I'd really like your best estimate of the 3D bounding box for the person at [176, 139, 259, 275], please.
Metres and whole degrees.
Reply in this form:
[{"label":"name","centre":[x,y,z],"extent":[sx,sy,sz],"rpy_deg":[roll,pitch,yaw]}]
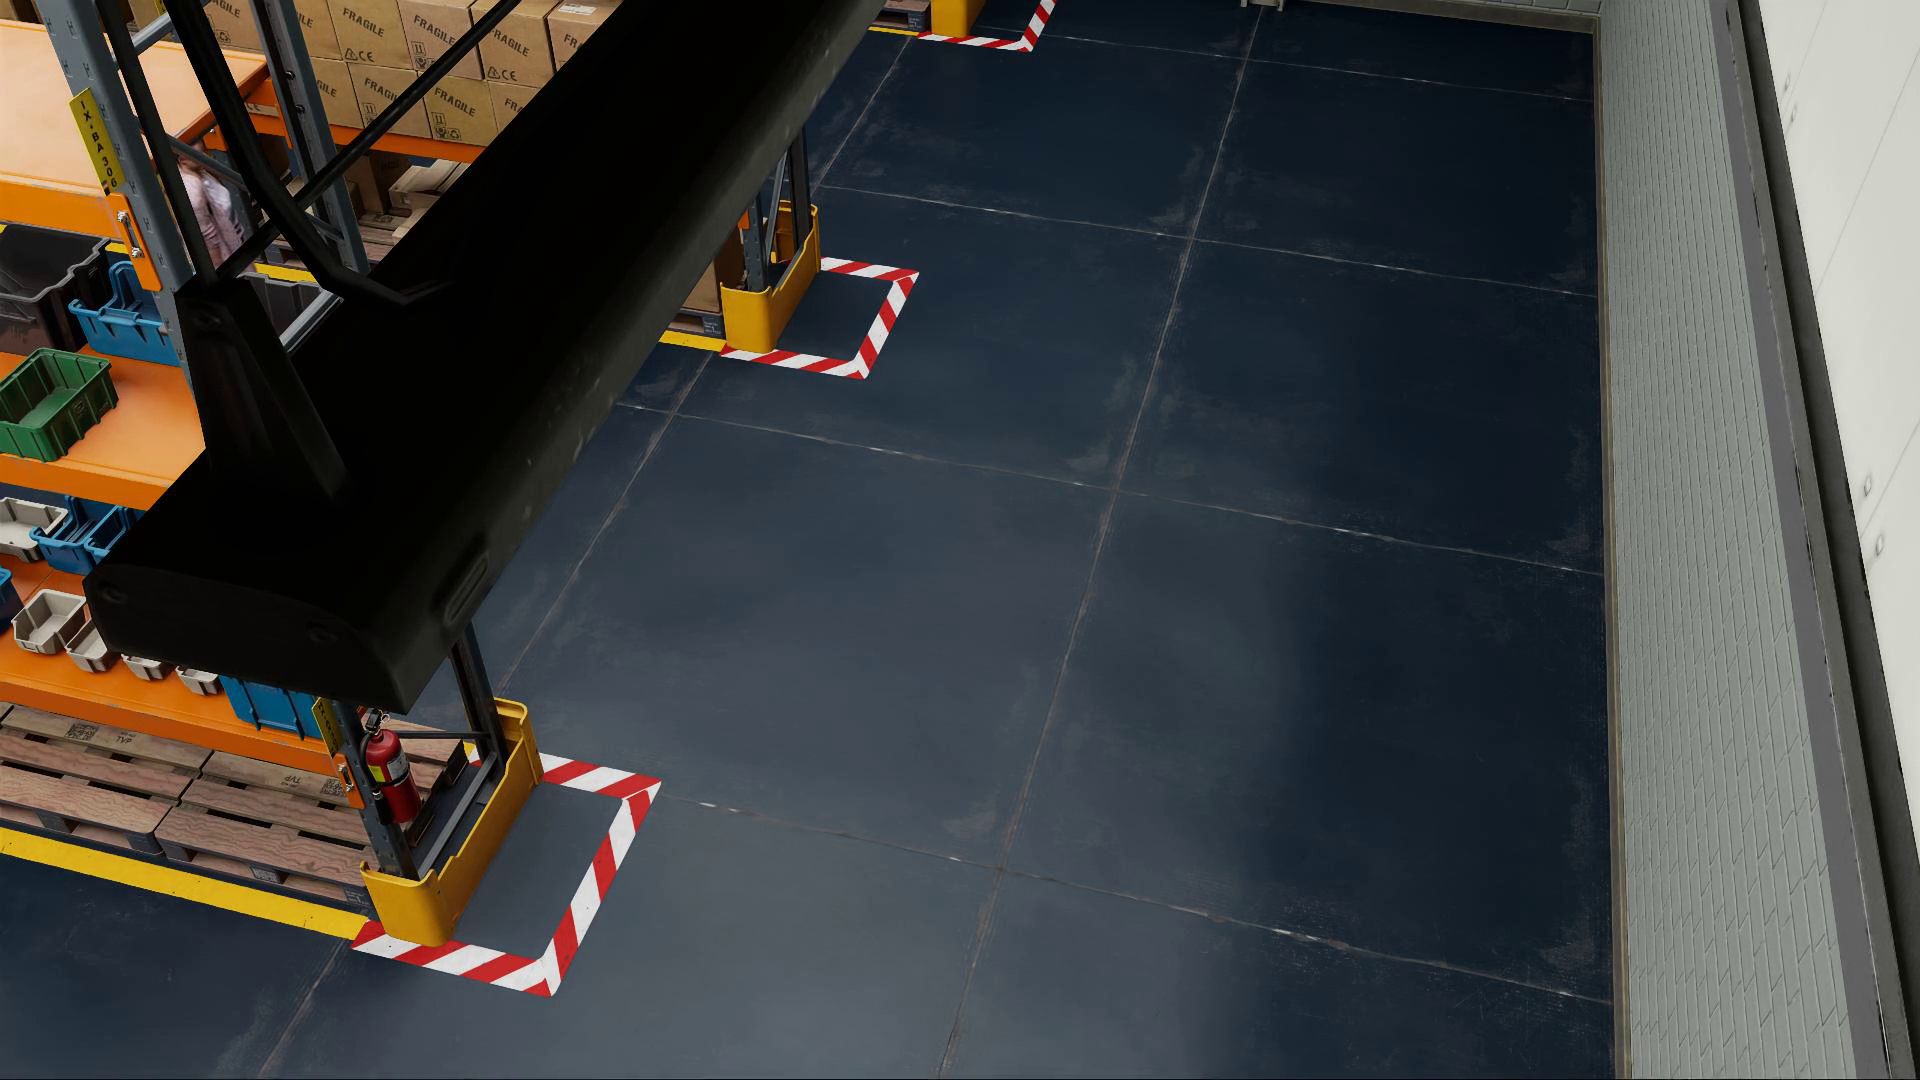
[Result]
[{"label":"person","centre":[-4.899,-1.915,10.956],"extent":[0.816,1.741,0.796],"rpy_deg":[-13,45,-14]}]
